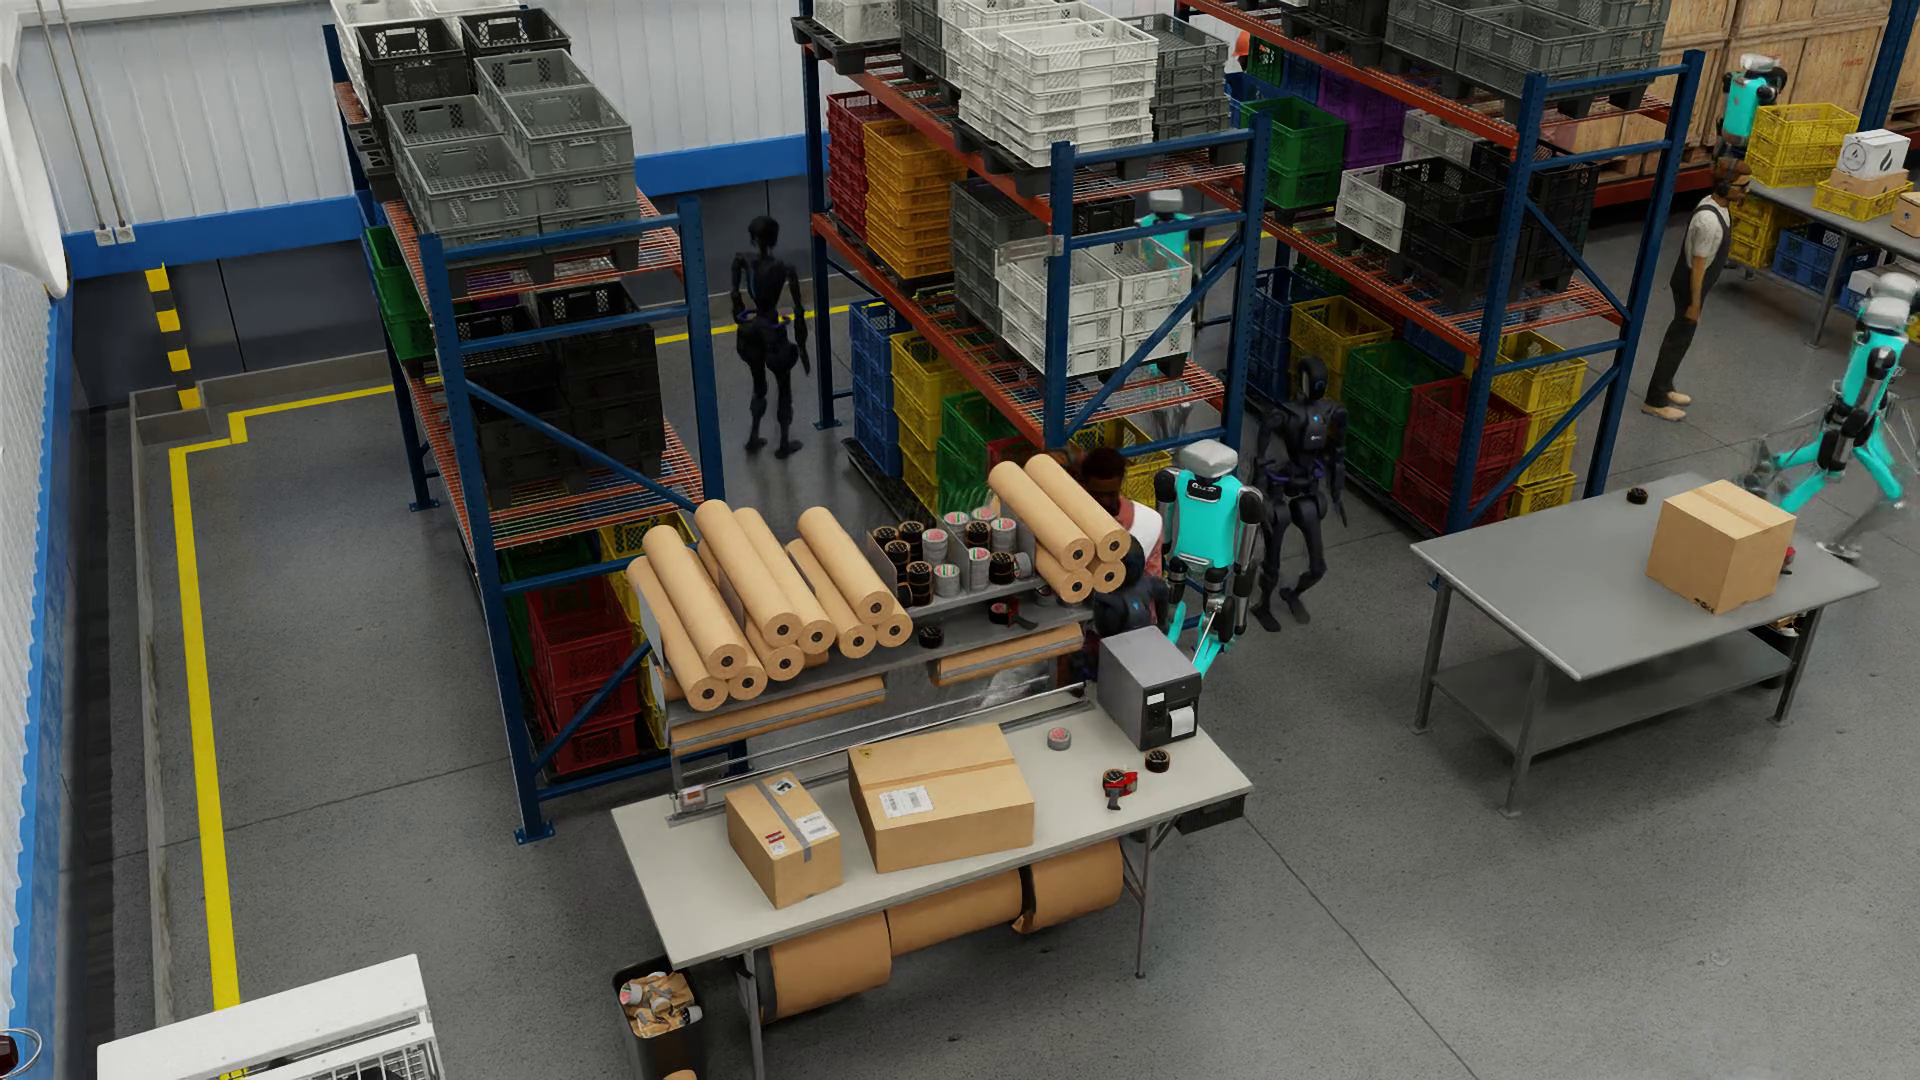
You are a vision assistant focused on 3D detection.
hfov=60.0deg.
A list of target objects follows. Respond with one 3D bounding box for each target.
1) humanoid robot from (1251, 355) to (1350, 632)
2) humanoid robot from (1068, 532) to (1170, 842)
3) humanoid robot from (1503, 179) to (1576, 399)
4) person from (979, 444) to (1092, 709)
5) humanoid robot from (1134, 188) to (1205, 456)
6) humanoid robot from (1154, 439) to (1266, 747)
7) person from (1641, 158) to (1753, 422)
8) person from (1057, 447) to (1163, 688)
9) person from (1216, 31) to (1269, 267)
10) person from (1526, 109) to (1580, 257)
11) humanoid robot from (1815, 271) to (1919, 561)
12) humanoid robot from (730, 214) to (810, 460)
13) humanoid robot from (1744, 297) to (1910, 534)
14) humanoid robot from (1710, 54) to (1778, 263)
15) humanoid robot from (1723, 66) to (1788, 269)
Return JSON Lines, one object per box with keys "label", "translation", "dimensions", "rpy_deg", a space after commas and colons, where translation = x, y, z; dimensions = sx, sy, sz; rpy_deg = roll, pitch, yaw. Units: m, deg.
{"label": "humanoid robot", "translation": [1.815, -0.230, 8.996], "dimensions": [0.603, 1.644, 0.348], "rpy_deg": [-9, 33, -15]}
{"label": "humanoid robot", "translation": [0.717, 0.688, 7.500], "dimensions": [0.584, 1.648, 0.334], "rpy_deg": [-19, 36, -28]}
{"label": "humanoid robot", "translation": [3.923, -1.736, 11.445], "dimensions": [0.589, 1.649, 0.333], "rpy_deg": [-10, 33, -15]}
{"label": "person", "translation": [0.380, 0.352, 7.955], "dimensions": [1.023, 1.778, 0.653], "rpy_deg": [-11, 33, -18]}
{"label": "humanoid robot", "translation": [1.339, -1.297, 10.705], "dimensions": [0.560, 1.803, 0.770], "rpy_deg": [-3, 32, -5]}
{"label": "humanoid robot", "translation": [1.038, 0.389, 7.814], "dimensions": [0.533, 1.673, 0.735], "rpy_deg": [16, 35, 24]}
{"label": "person", "translation": [4.962, -1.682, 11.212], "dimensions": [0.342, 1.838, 0.502], "rpy_deg": [14, 34, 22]}
{"label": "person", "translation": [0.628, 0.398, 7.761], "dimensions": [0.592, 1.913, 0.400], "rpy_deg": [1, 32, 1]}
{"label": "person", "translation": [2.323, -3.175, 13.544], "dimensions": [0.362, 1.931, 0.541], "rpy_deg": [17, 35, 25]}
{"label": "person", "translation": [4.838, -3.055, 13.511], "dimensions": [0.337, 1.759, 0.526], "rpy_deg": [27, 41, 36]}
{"label": "humanoid robot", "translation": [5.366, -0.645, 9.582], "dimensions": [0.701, 1.764, 0.531], "rpy_deg": [25, 39, 34]}
{"label": "humanoid robot", "translation": [-1.235, -1.308, 10.752], "dimensions": [0.590, 1.662, 0.325], "rpy_deg": [16, 35, 24]}
{"label": "humanoid robot", "translation": [4.847, -0.567, 9.518], "dimensions": [0.749, 1.807, 0.554], "rpy_deg": [14, 34, 21]}
{"label": "humanoid robot", "translation": [6.483, -3.060, 13.584], "dimensions": [0.743, 1.826, 0.549], "rpy_deg": [-10, 33, -15]}
{"label": "humanoid robot", "translation": [6.436, -3.033, 13.543], "dimensions": [0.346, 1.651, 0.612], "rpy_deg": [10, 33, 16]}
